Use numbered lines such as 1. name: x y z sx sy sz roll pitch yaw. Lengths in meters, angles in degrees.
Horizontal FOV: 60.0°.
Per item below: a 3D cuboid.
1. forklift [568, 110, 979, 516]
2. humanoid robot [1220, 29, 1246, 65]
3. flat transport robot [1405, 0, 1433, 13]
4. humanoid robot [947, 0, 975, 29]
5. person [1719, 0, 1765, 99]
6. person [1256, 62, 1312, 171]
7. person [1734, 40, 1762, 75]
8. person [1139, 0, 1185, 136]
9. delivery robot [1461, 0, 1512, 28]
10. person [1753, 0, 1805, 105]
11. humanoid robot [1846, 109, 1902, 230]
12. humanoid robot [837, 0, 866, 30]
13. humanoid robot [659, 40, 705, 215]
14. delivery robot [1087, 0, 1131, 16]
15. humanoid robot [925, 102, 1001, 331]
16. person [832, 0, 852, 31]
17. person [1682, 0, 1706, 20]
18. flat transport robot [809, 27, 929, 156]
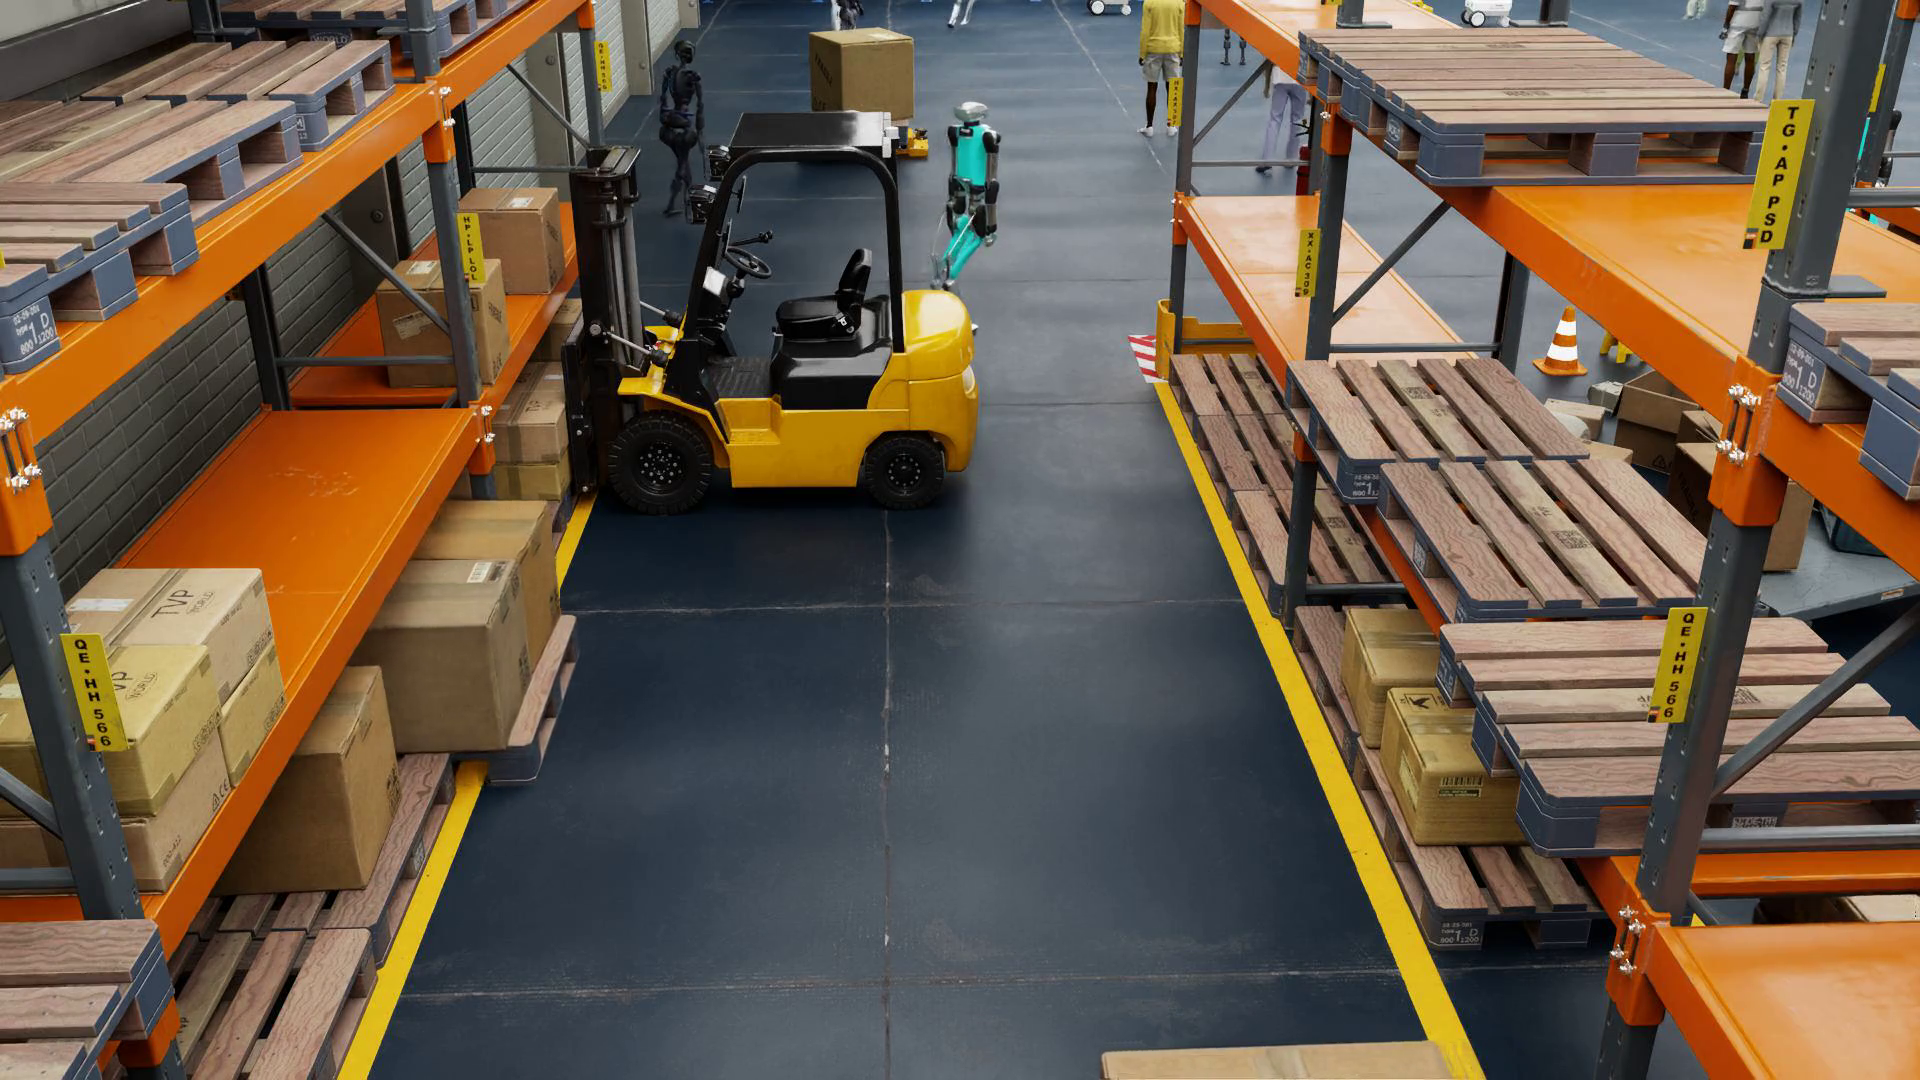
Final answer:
1. forklift: -1.043 -1.379 9.976 2.313 2.155 1.214 -1 25 -2
2. humanoid robot: 3.971 -7.726 23.998 0.599 1.657 0.315 -1 25 -2
3. flat transport robot: 7.481 -9.351 29.107 1.431 0.231 0.659 -1 25 -2
4. humanoid robot: 0.035 -9.124 26.902 0.531 1.722 1.018 8 26 16
5. person: 10.029 -6.572 21.234 0.612 1.964 0.361 -1 25 -3
6. person: 3.522 -4.848 17.789 0.592 1.800 0.692 9 27 19
7. person: 11.075 -7.383 23.239 0.455 1.715 0.351 -1 25 -3
8. person: 2.368 -5.688 19.441 0.555 1.898 0.368 -1 25 -3
9. delivery robot: 8.771 -8.827 27.628 0.739 0.566 0.499 -1 25 -2
10. person: 10.321 -6.361 21.020 0.531 1.767 0.309 -1 25 -3
11. humanoid robot: 7.147 -2.689 13.122 0.533 1.677 0.735 -1 25 -2
12. humanoid robot: -1.567 -7.614 23.780 0.367 1.648 0.608 9 27 18
13. humanoid robot: -2.734 -4.010 16.172 0.601 1.630 0.694 18 31 34
14. delivery robot: 2.601 -9.429 28.902 0.739 0.566 0.499 -1 25 -2
15. humanoid robot: -0.051 -2.384 12.635 0.674 1.790 0.559 -19 31 -35
16. person: -1.855 -8.843 26.155 0.591 1.877 0.361 0 25 1
17. person: 12.440 -9.629 27.977 0.397 1.731 0.602 -13 28 -25
18. flat transport robot: -1.077 -4.494 18.819 1.431 0.231 0.659 -1 25 -2
